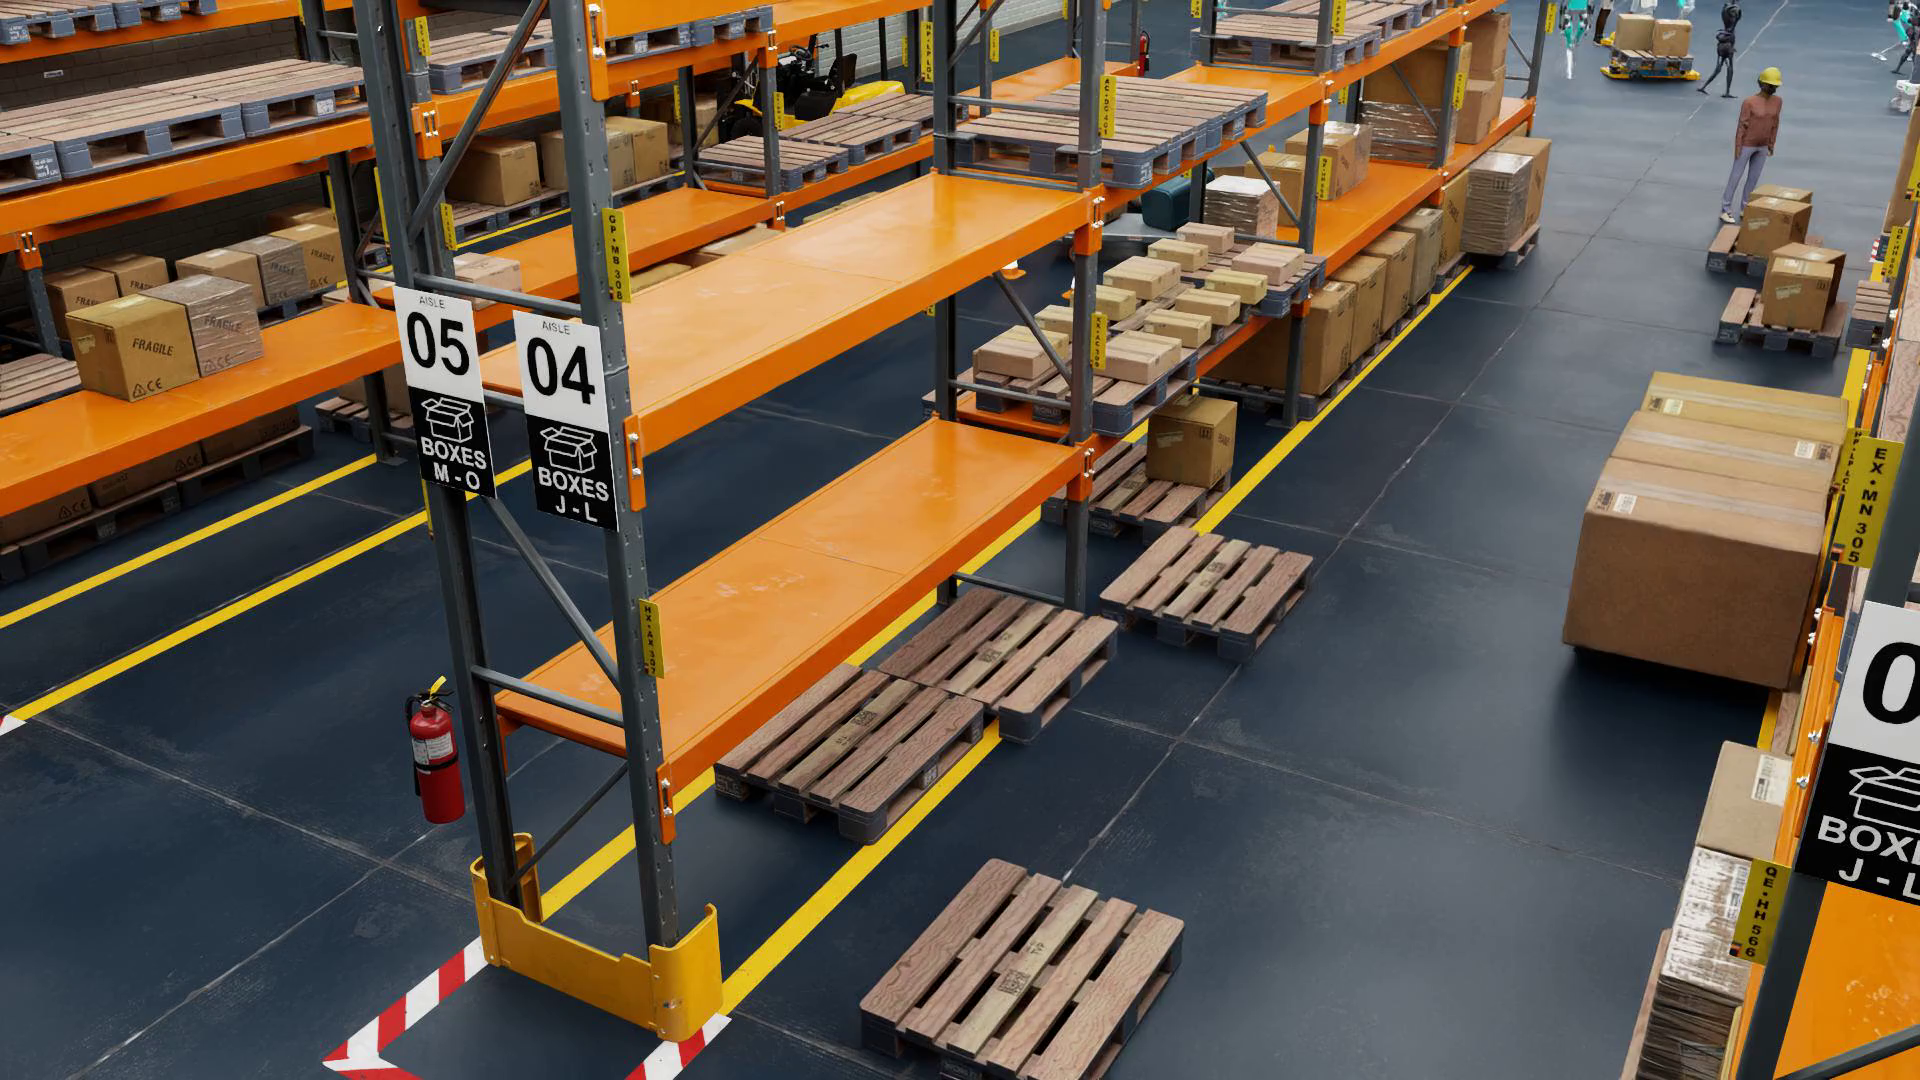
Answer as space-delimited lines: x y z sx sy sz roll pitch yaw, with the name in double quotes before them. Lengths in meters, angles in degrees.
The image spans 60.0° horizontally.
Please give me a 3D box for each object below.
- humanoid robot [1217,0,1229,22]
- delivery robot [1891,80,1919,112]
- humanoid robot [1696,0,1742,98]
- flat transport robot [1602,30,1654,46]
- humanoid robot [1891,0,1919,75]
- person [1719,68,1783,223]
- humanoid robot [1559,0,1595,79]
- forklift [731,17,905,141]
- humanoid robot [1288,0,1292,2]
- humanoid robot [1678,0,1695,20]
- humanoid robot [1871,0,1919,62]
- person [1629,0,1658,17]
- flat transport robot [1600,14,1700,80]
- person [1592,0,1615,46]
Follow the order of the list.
"humanoid robot" 4.696 -9.981 30.418 0.767 1.788 0.535 -18 31 -33
"delivery robot" 14.472 -6.707 24.972 0.815 0.614 0.499 0 26 0
"humanoid robot" 11.908 -7.722 25.803 0.642 1.650 0.600 6 26 12
"flat transport robot" 12.465 -9.134 30.321 1.431 0.231 0.659 -10 27 -20
"humanoid robot" 15.809 -8.453 27.307 0.601 1.635 0.659 -17 30 -31
"person" 9.067 -4.493 18.967 0.518 1.759 0.344 -7 27 -14
"humanoid robot" 10.151 -8.524 27.388 0.553 1.756 0.991 11 28 21
"forklift" -1.819 -5.975 21.543 2.313 2.155 1.214 14 29 26
"humanoid robot" 6.289 -9.970 30.379 0.761 1.780 0.548 13 29 26
"humanoid robot" 13.803 -10.516 31.571 0.530 1.856 0.727 -15 30 -29
"humanoid robot" 16.002 -8.867 28.051 0.545 1.722 0.964 -13 29 -25
"person" 11.611 -9.042 28.230 0.589 1.918 0.387 -14 29 -26
"flat transport robot" 11.400 -7.764 27.474 1.431 0.231 0.659 2 26 5
"person" 11.780 -9.972 30.110 0.368 1.962 0.607 6 26 12
